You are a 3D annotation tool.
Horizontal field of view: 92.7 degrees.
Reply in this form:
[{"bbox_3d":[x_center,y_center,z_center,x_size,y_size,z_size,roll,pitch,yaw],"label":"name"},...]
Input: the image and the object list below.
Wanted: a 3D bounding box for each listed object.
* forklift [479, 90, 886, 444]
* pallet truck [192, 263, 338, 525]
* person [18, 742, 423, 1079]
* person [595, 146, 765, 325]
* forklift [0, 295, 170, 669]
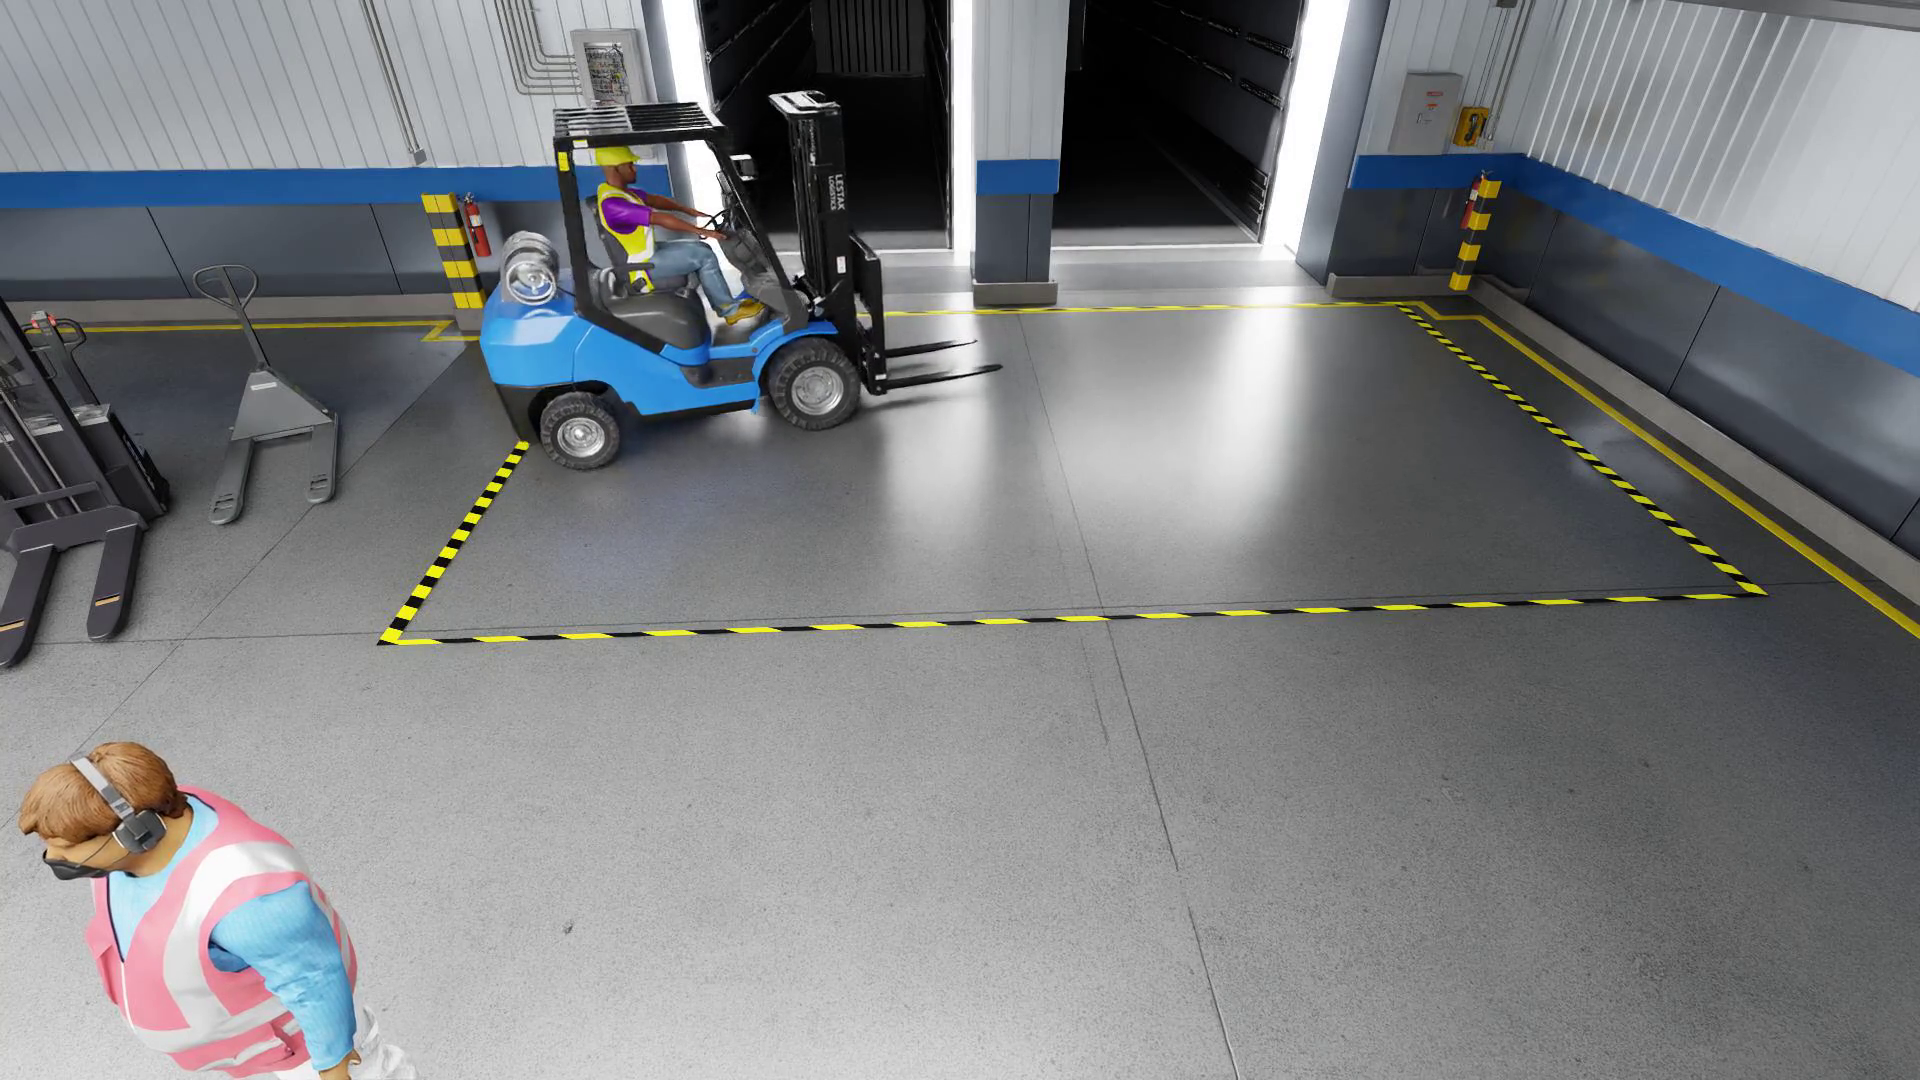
[{"bbox_3d":[-2.004,-1.961,6.496,2.680,2.036,1.157,-12,36,-16],"label":"forklift"},{"bbox_3d":[-4.778,-1.027,6.128,0.680,1.201,1.601,-17,38,-23],"label":"pallet truck"},{"bbox_3d":[-1.798,1.210,2.386,0.624,1.844,0.429,16,38,21],"label":"person"},{"bbox_3d":[-1.946,-2.122,6.400,1.004,1.294,0.635,-12,36,-16],"label":"person"},{"bbox_3d":[-5.212,-0.618,4.878,0.823,1.965,1.885,-20,39,-26],"label":"forklift"}]
